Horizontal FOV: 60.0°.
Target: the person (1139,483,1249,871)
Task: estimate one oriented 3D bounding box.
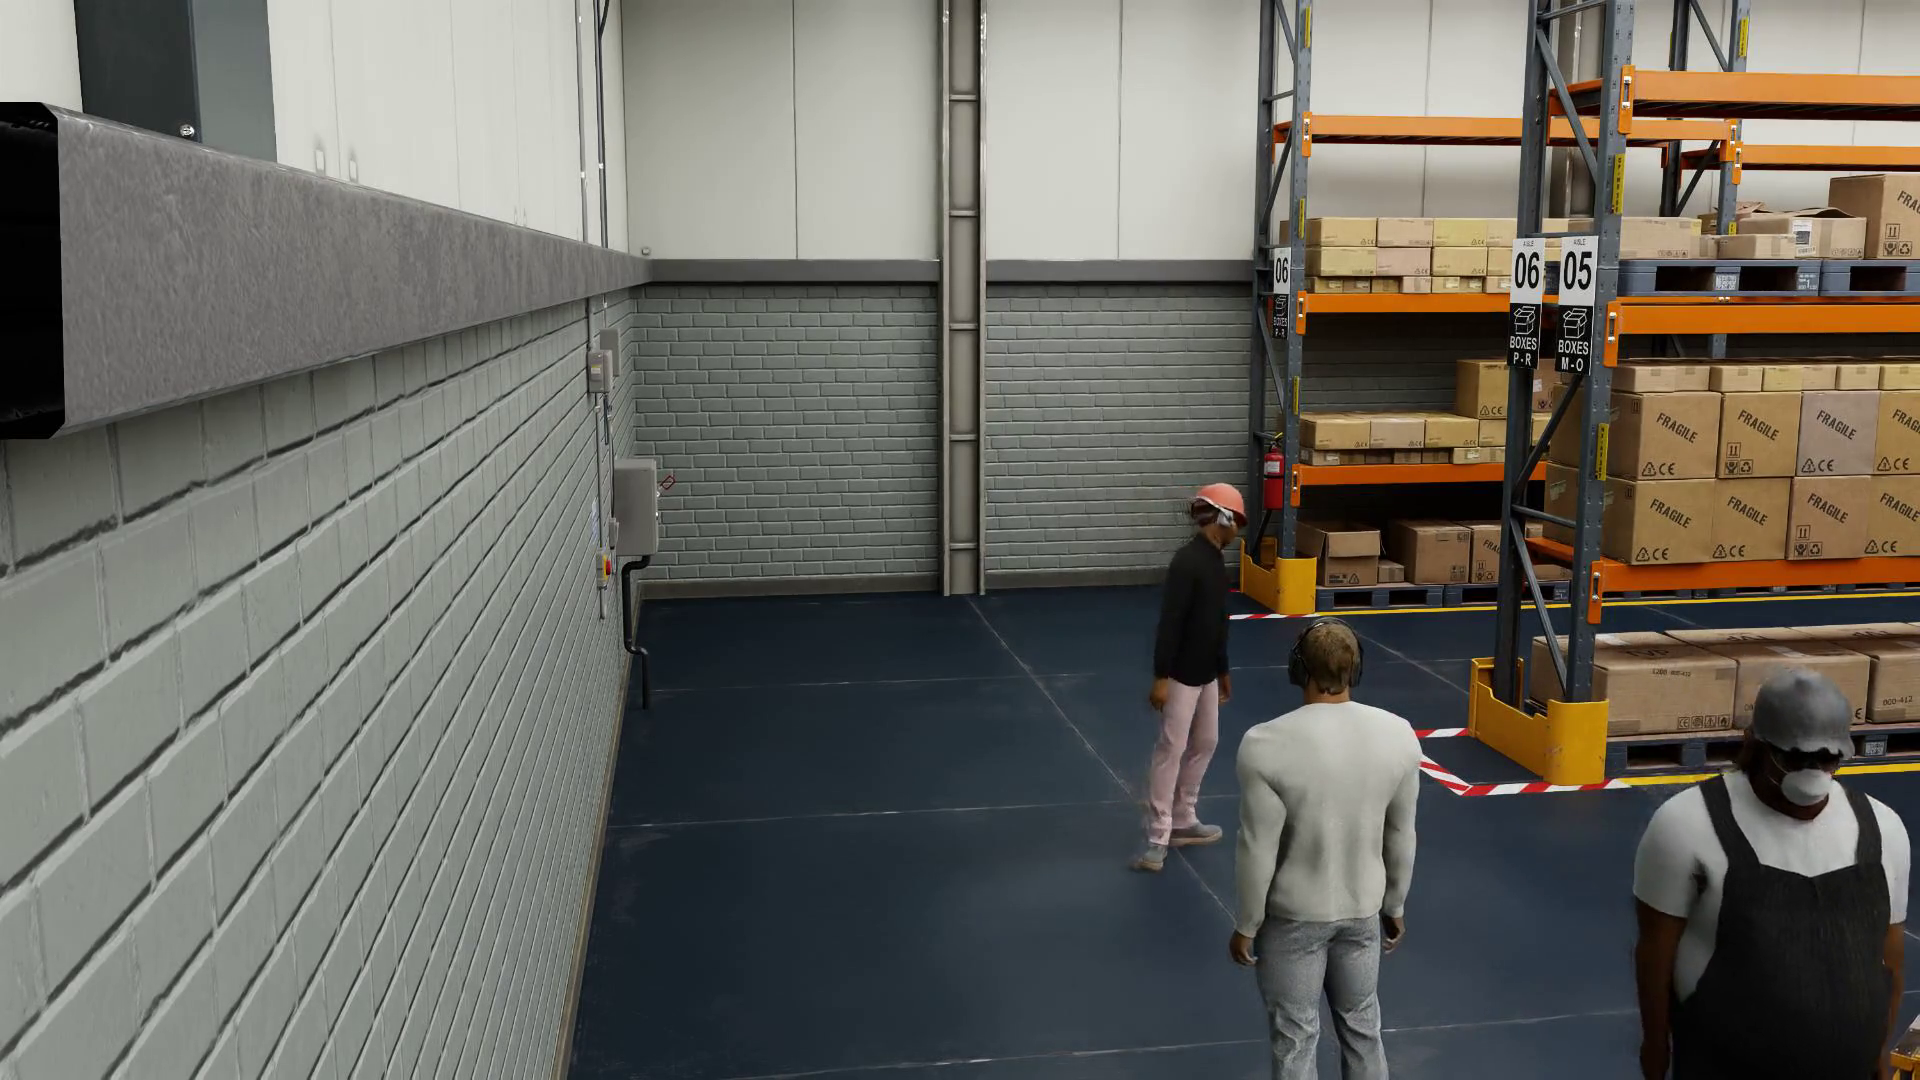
[{"bbox_3d":[1.181,0.698,8.529,0.391,1.951,0.778,5,11,30],"label":"person"}]

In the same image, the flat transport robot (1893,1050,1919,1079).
[{"bbox_3d":[3.970,1.902,6.207,0.652,0.197,1.431,8,12,41],"label":"flat transport robot"}]

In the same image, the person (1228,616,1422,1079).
[{"bbox_3d":[1.169,1.204,5.381,0.635,1.937,0.353,-3,10,-15],"label":"person"}]
